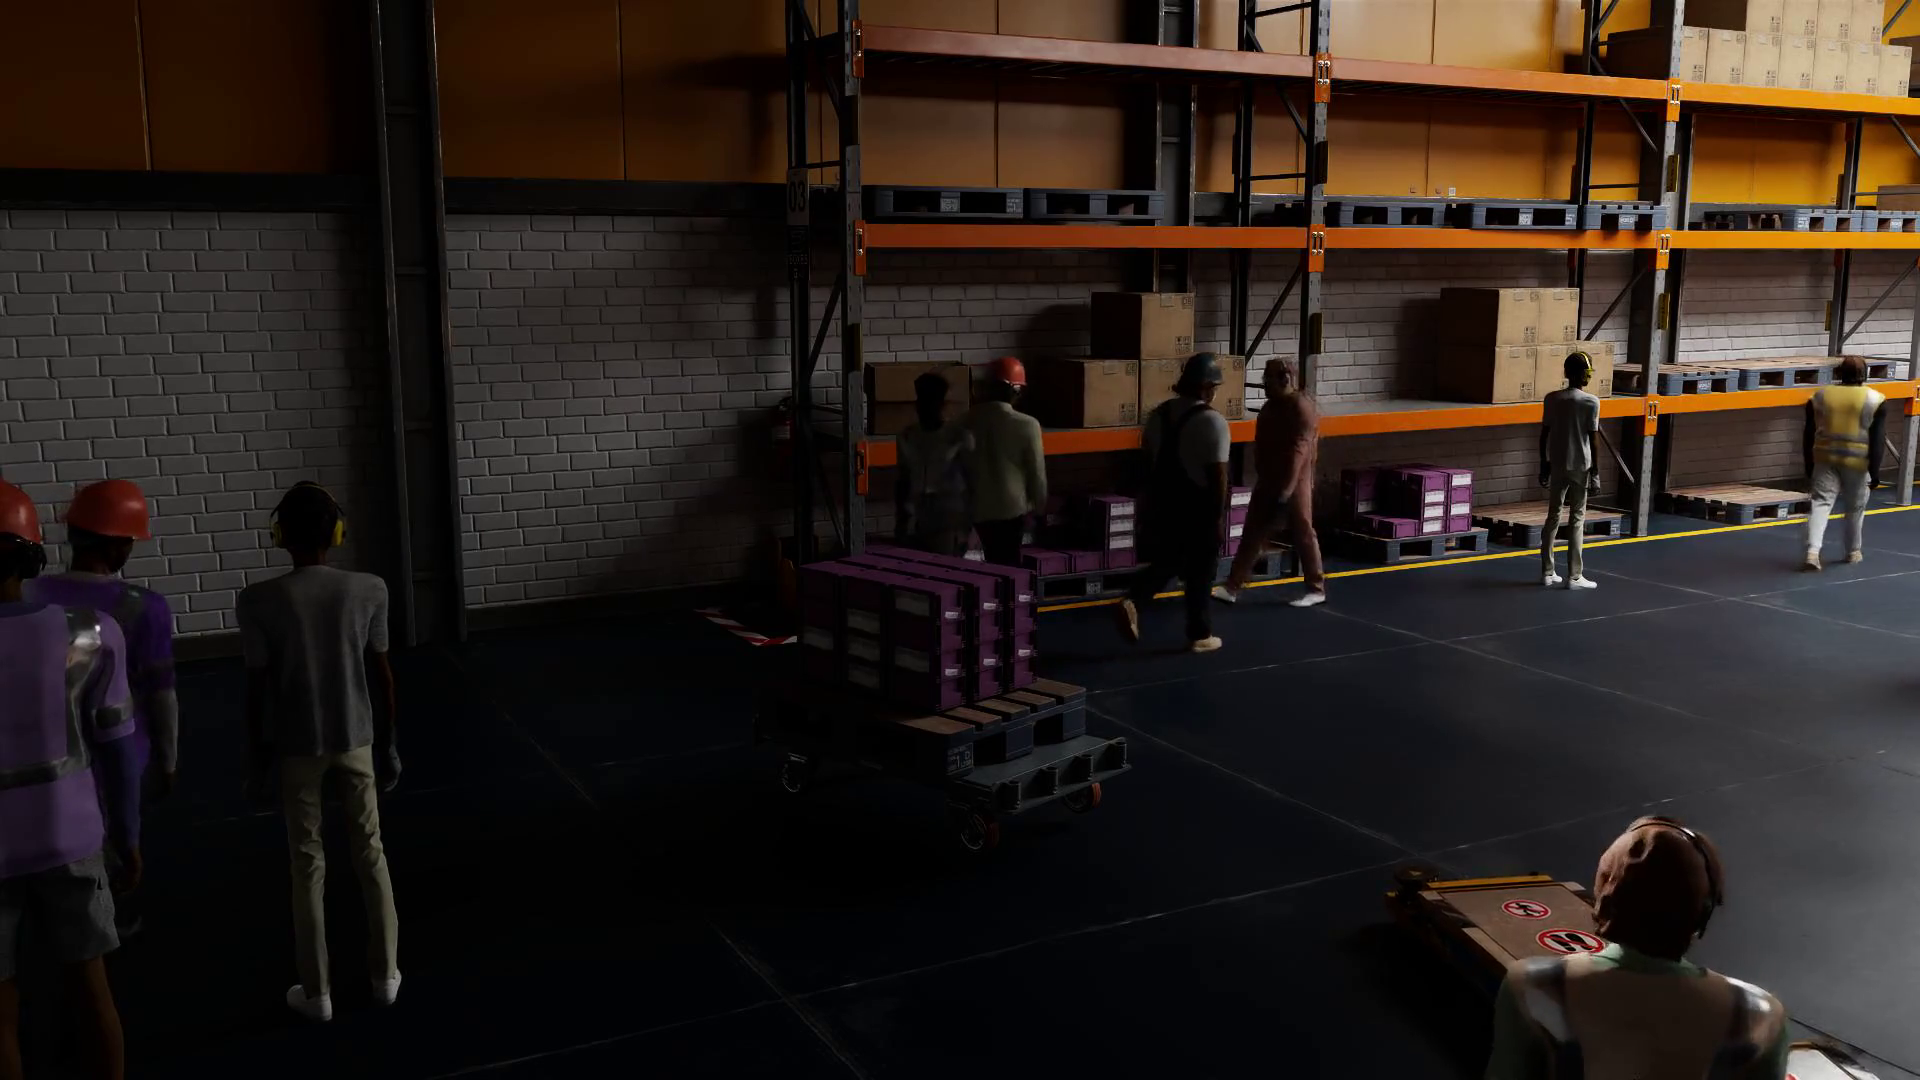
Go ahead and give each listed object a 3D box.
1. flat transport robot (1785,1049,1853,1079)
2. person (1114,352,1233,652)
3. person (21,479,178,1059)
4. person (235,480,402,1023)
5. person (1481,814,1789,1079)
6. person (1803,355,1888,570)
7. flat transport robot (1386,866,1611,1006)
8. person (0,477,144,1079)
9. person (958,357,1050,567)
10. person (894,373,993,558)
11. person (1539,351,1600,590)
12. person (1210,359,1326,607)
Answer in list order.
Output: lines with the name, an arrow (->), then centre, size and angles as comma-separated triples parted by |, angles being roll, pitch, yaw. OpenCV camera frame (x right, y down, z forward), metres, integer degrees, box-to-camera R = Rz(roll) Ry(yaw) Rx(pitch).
flat transport robot -> 2.394, 1.735, 4.543 | 0.652, 0.197, 1.431 | -1, 10, -4
person -> 1.443, -0.242, 10.838 | 0.770, 2.000, 0.699 | -8, 13, -38
person -> -2.955, 0.729, 5.726 | 0.594, 1.877, 0.930 | -1, 10, -6
person -> -2.204, 0.728, 5.744 | 0.513, 1.871, 0.329 | -6, 11, -30
person -> 1.225, 1.315, 3.075 | 0.542, 1.617, 0.360 | 2, 10, 13
person -> 7.357, -0.644, 13.886 | 0.640, 1.796, 0.987 | 8, 13, 40
flat transport robot -> 2.125, 1.493, 5.940 | 0.652, 0.197, 1.431 | -2, 10, -9
person -> -2.598, 0.840, 4.598 | 0.614, 2.043, 0.373 | -8, 12, -37
person -> 0.292, -0.199, 10.782 | 0.592, 1.966, 0.623 | 7, 12, 36
person -> -0.106, -0.163, 10.849 | 0.659, 1.896, 1.085 | 7, 12, 35
person -> 4.800, -0.545, 13.074 | 0.310, 1.869, 0.532 | -7, 12, -36
person -> 2.302, -0.398, 12.269 | 0.988, 1.857, 0.643 | -4, 11, -24
